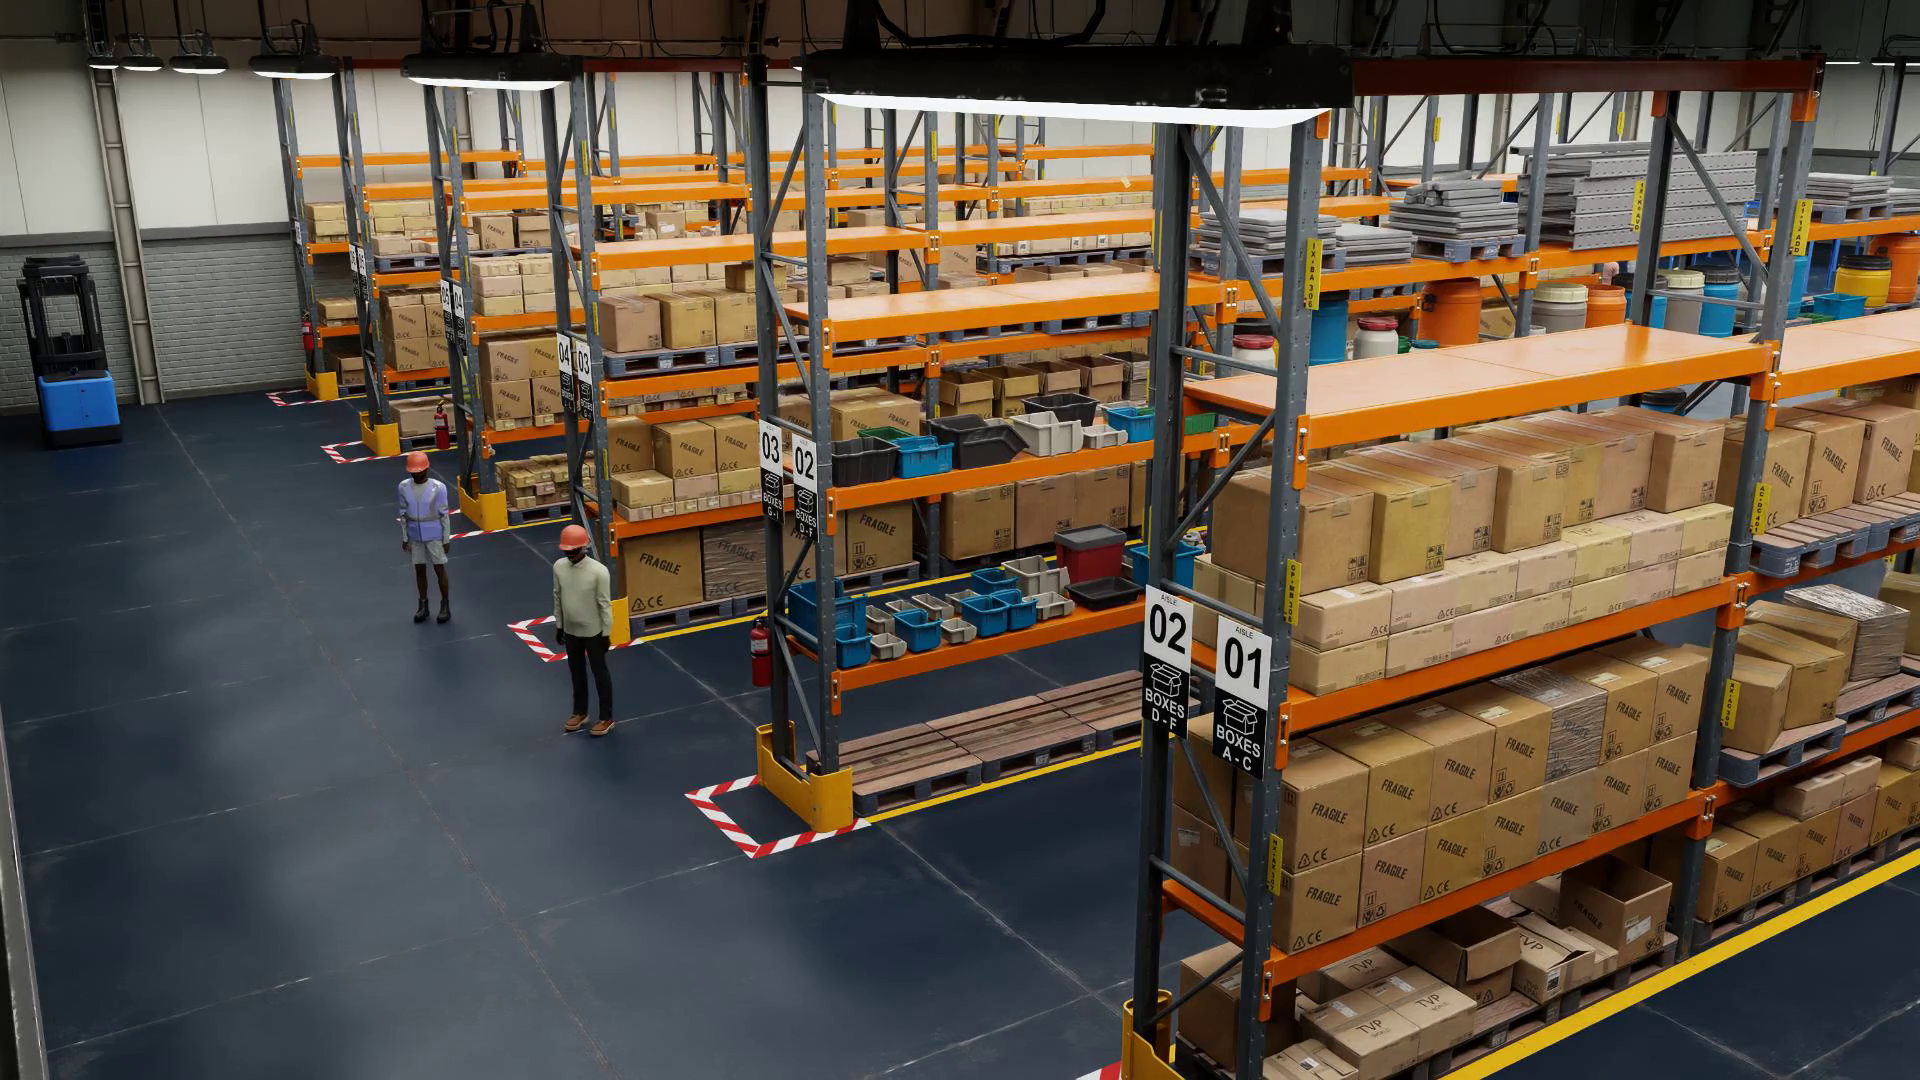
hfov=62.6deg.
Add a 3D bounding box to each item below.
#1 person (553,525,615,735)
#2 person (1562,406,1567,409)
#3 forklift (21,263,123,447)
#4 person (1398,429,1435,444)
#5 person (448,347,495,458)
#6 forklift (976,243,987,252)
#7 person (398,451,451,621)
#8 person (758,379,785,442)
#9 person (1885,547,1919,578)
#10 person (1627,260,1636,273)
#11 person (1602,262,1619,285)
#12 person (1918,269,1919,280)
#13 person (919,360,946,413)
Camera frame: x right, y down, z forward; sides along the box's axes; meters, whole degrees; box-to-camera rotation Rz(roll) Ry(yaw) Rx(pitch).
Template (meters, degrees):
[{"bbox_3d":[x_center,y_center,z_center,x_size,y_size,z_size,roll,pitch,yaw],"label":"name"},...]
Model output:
[{"bbox_3d":[-3.446,0.807,14.406,0.615,1.987,0.407,8,19,24],"label":"person"},{"bbox_3d":[10.641,-3.296,27.935,0.627,1.941,0.370,1,17,4],"label":"person"},{"bbox_3d":[-14.518,-3.079,25.708,1.129,2.768,1.873,-10,20,-31],"label":"forklift"},{"bbox_3d":[6.338,-1.396,21.733,0.513,1.918,0.643,-11,20,-33],"label":"person"},{"bbox_3d":[-7.558,-2.193,24.488,0.626,1.842,0.429,0,17,0],"label":"person"},{"bbox_3d":[0.988,-5.474,34.718,1.214,2.155,2.313,-10,20,-31],"label":"forklift"},{"bbox_3d":[-5.859,-0.045,17.298,0.545,1.929,0.389,1,17,4],"label":"person"},{"bbox_3d":[-2.681,-1.454,22.154,0.925,1.781,0.617,-11,20,-31],"label":"person"},{"bbox_3d":[10.525,0.058,17.490,0.811,1.594,0.528,-15,22,-39],"label":"person"},{"bbox_3d":[17.002,-6.798,39.998,0.873,1.586,0.543,15,23,41],"label":"person"},{"bbox_3d":[14.659,-5.691,35.838,0.410,1.913,0.642,-13,22,-37],"label":"person"},{"bbox_3d":[20.244,-4.985,33.805,0.614,1.738,0.548,-5,18,-15],"label":"person"},{"bbox_3d":[-0.306,-1.683,22.576,1.074,1.990,0.634,-15,22,-40],"label":"person"}]
